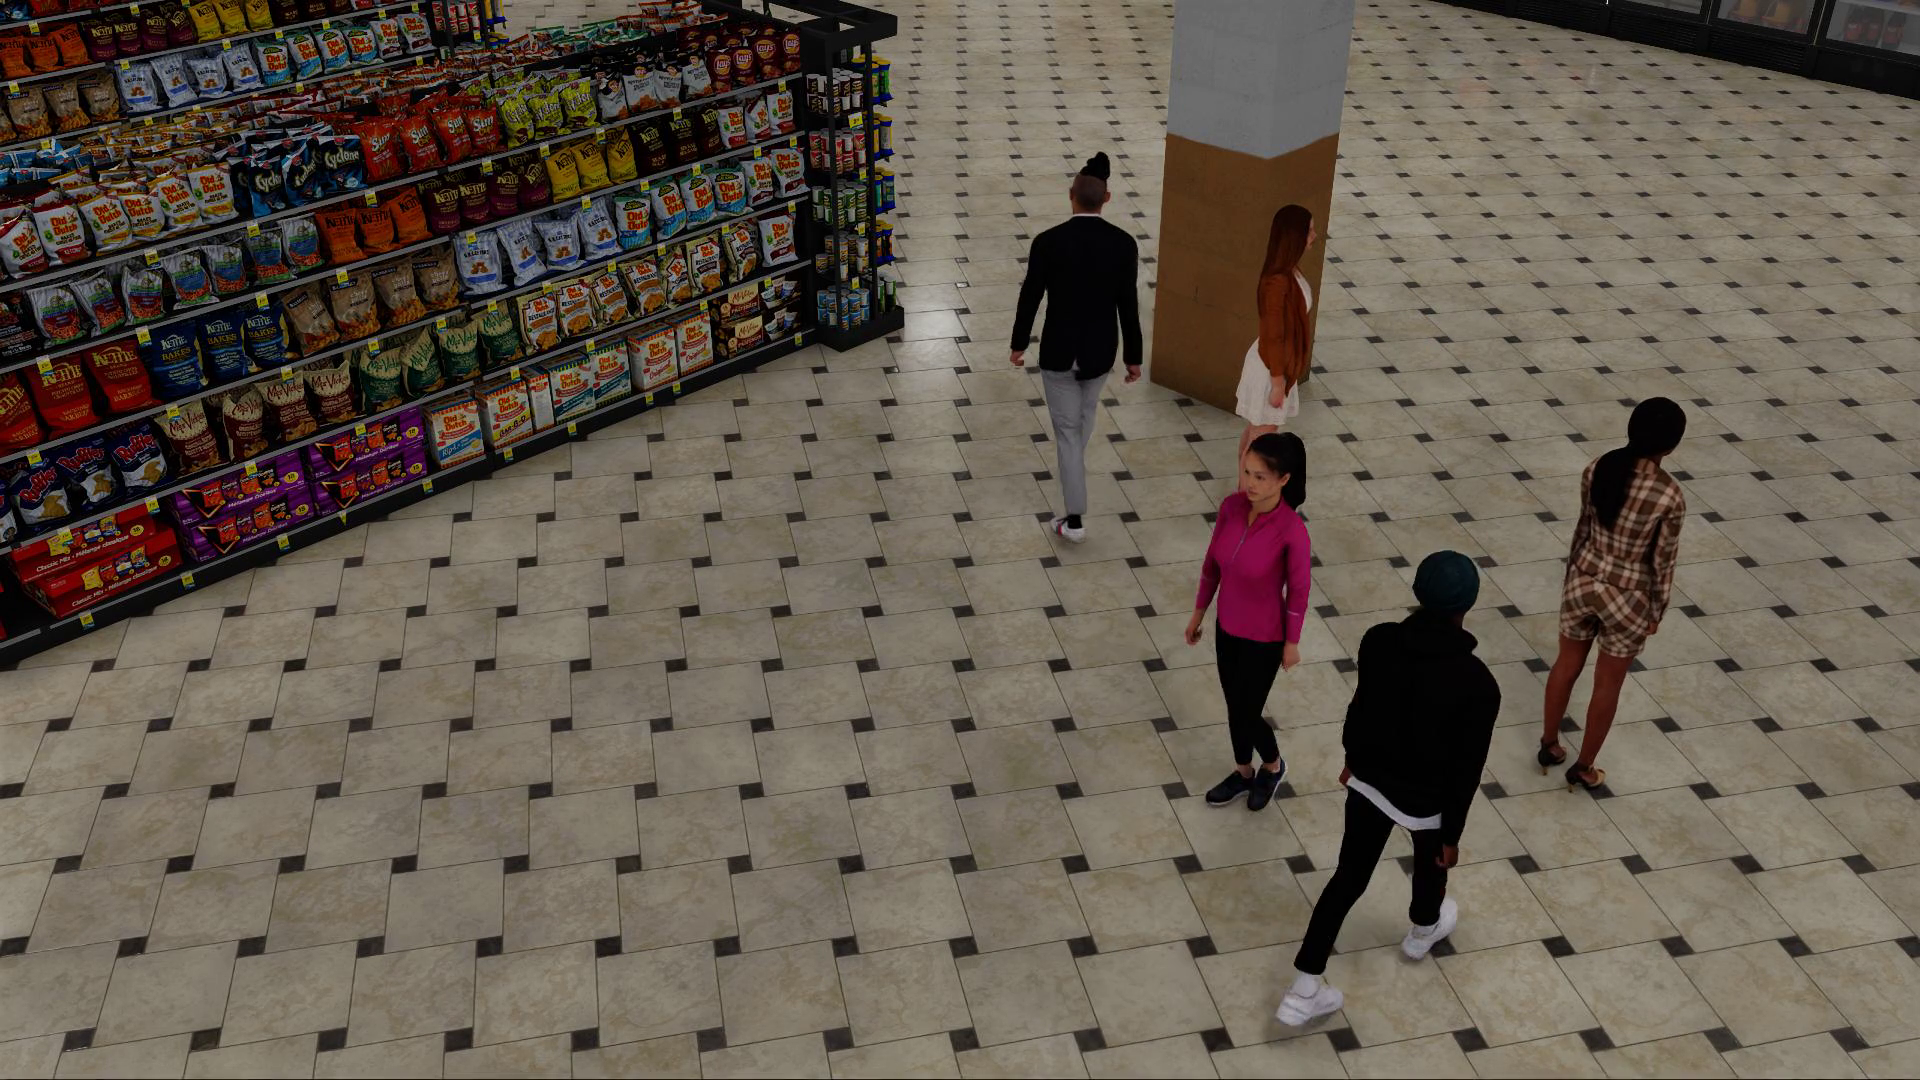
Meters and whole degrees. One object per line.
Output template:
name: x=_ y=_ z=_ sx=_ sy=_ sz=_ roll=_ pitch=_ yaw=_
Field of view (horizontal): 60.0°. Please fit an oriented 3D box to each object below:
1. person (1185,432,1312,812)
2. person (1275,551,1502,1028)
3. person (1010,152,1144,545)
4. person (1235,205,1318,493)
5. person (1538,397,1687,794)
person: x=1.204 y=0.318 z=6.511 sx=0.643 sy=1.689 sz=0.636 roll=-20 pitch=37 yaw=-29
person: x=1.414 y=0.886 z=5.516 sx=0.696 sy=1.774 sz=1.197 roll=28 pitch=41 yaw=37
person: x=0.610 y=-0.901 z=8.275 sx=1.338 sy=1.895 sz=1.329 roll=-5 pitch=32 yaw=-8
person: x=1.561 y=-0.867 z=8.384 sx=0.767 sy=1.723 sz=0.685 roll=4 pitch=32 yaw=7
person: x=2.533 y=0.245 z=6.529 sx=0.565 sy=1.793 sz=0.590 roll=-24 pitch=39 yaw=-33
